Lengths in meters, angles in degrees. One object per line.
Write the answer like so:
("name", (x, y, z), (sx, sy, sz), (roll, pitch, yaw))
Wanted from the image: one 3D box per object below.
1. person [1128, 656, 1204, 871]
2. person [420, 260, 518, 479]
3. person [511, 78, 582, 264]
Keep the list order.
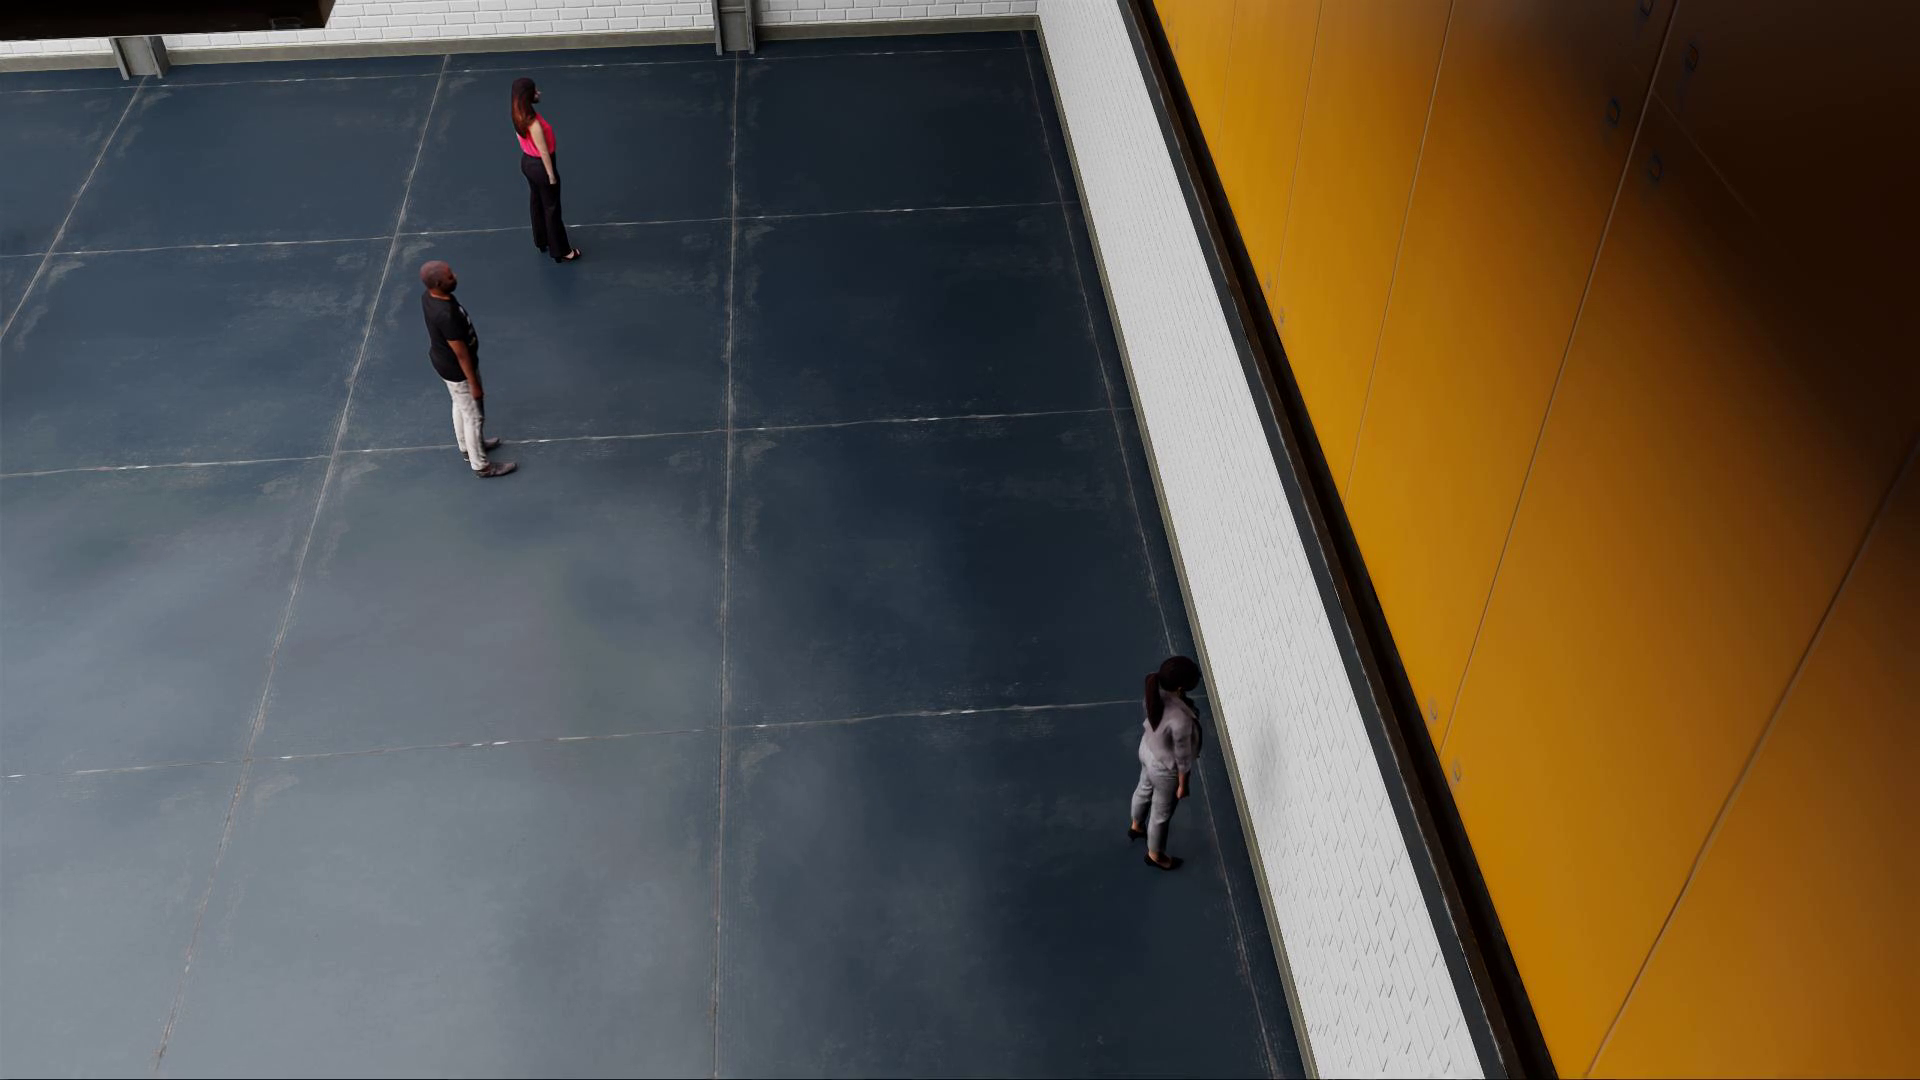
("person", (1.154, 1.251, 9.454), (0.659, 1.677, 0.681), (-14, 45, -14))
("person", (-3.616, -1.242, 11.980), (0.751, 1.804, 0.759), (-23, 48, -23))
("person", (-3.543, -3.137, 14.073), (0.683, 1.660, 0.660), (-29, 51, -27))
